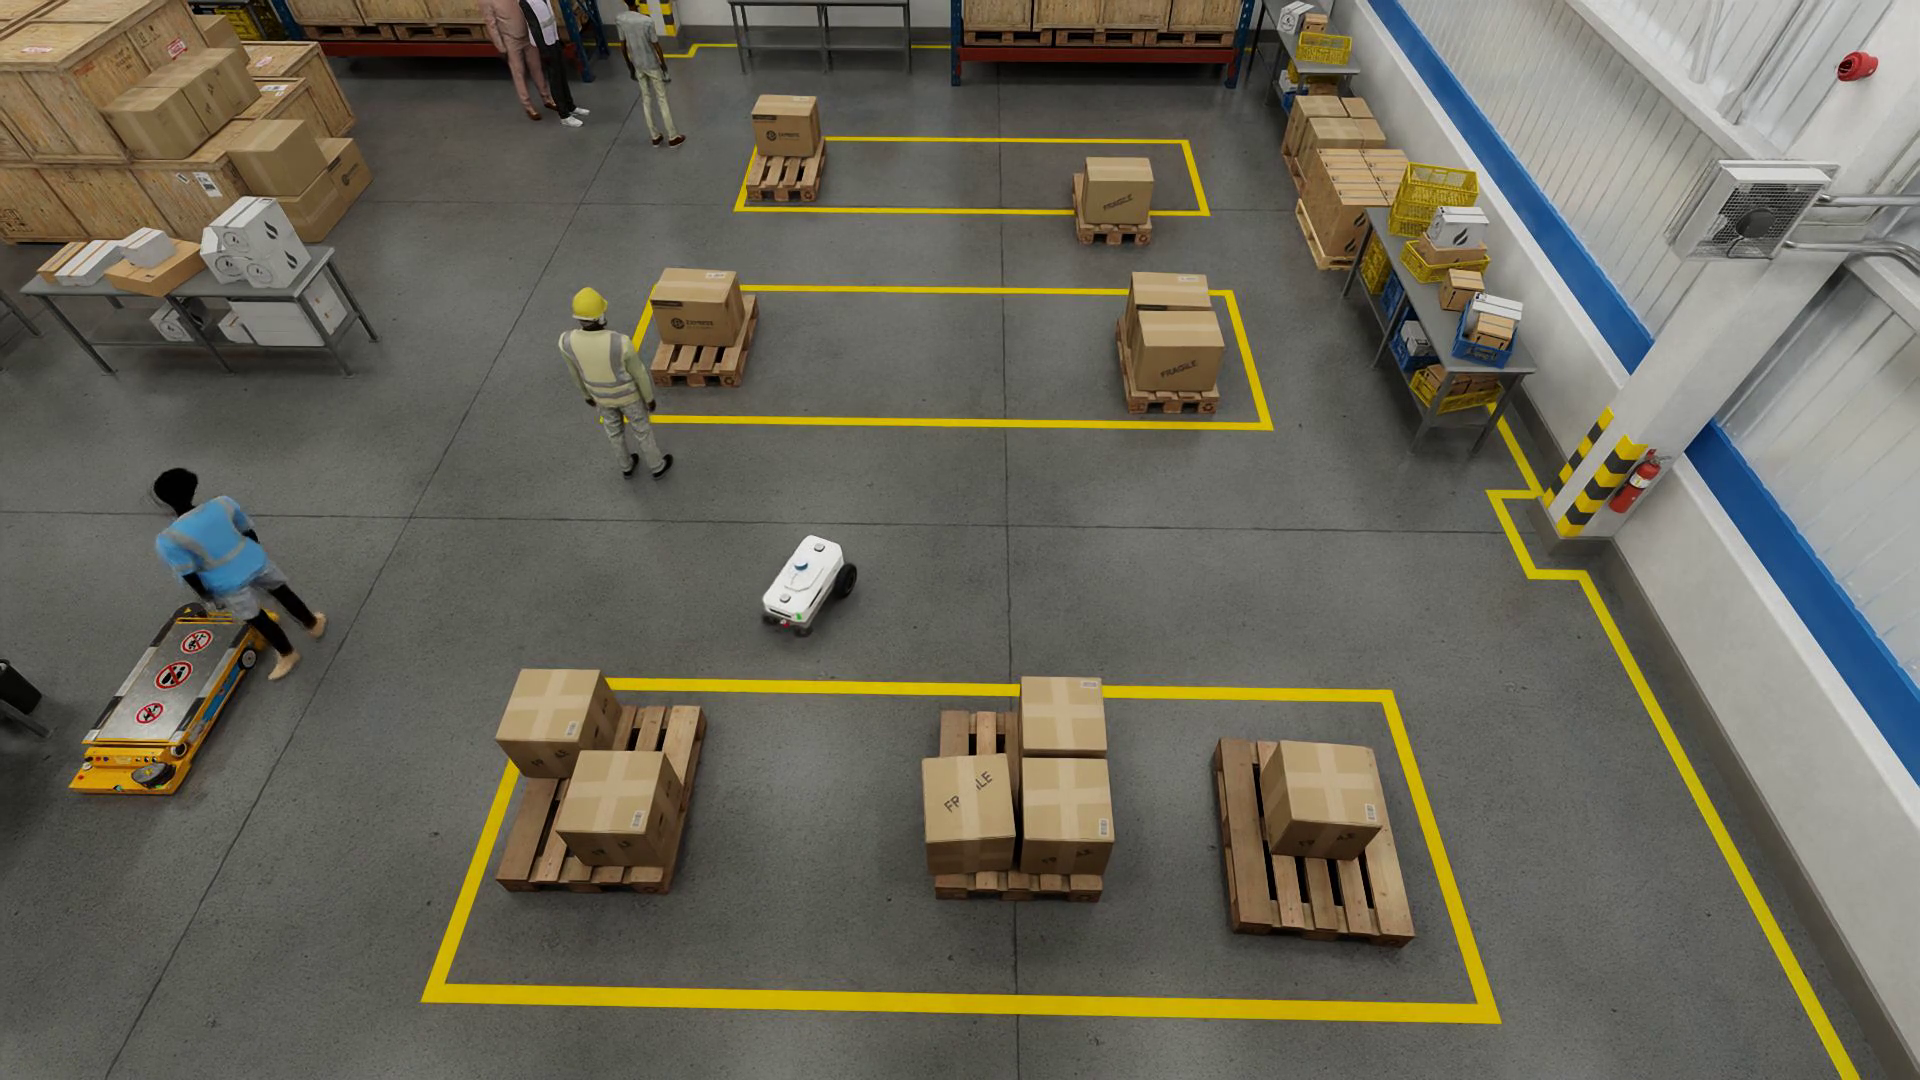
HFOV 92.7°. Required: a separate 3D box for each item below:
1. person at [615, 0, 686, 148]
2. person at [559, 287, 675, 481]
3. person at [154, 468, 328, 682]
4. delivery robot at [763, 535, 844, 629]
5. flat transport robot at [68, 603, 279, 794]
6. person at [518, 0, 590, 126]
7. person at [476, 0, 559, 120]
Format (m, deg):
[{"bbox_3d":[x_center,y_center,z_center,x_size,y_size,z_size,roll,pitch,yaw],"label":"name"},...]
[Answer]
[{"bbox_3d":[-3.810,-5.754,11.180,0.532,1.866,0.310,7,50,6],"label":"person"},{"bbox_3d":[-2.747,-1.207,7.355,0.600,1.829,0.404,3,50,3],"label":"person"},{"bbox_3d":[-4.941,0.270,6.222,0.322,1.656,0.682,12,51,10],"label":"person"},{"bbox_3d":[-1.164,0.308,6.845,0.477,0.478,0.707,18,52,15],"label":"delivery robot"},{"bbox_3d":[-5.504,1.072,6.442,0.652,0.197,1.431,1,50,1],"label":"flat transport robot"},{"bbox_3d":[-5.200,-6.279,11.589,0.392,1.922,0.592,1,50,1],"label":"person"},{"bbox_3d":[-5.646,-6.389,11.702,0.400,1.896,0.648,27,55,21],"label":"person"}]
